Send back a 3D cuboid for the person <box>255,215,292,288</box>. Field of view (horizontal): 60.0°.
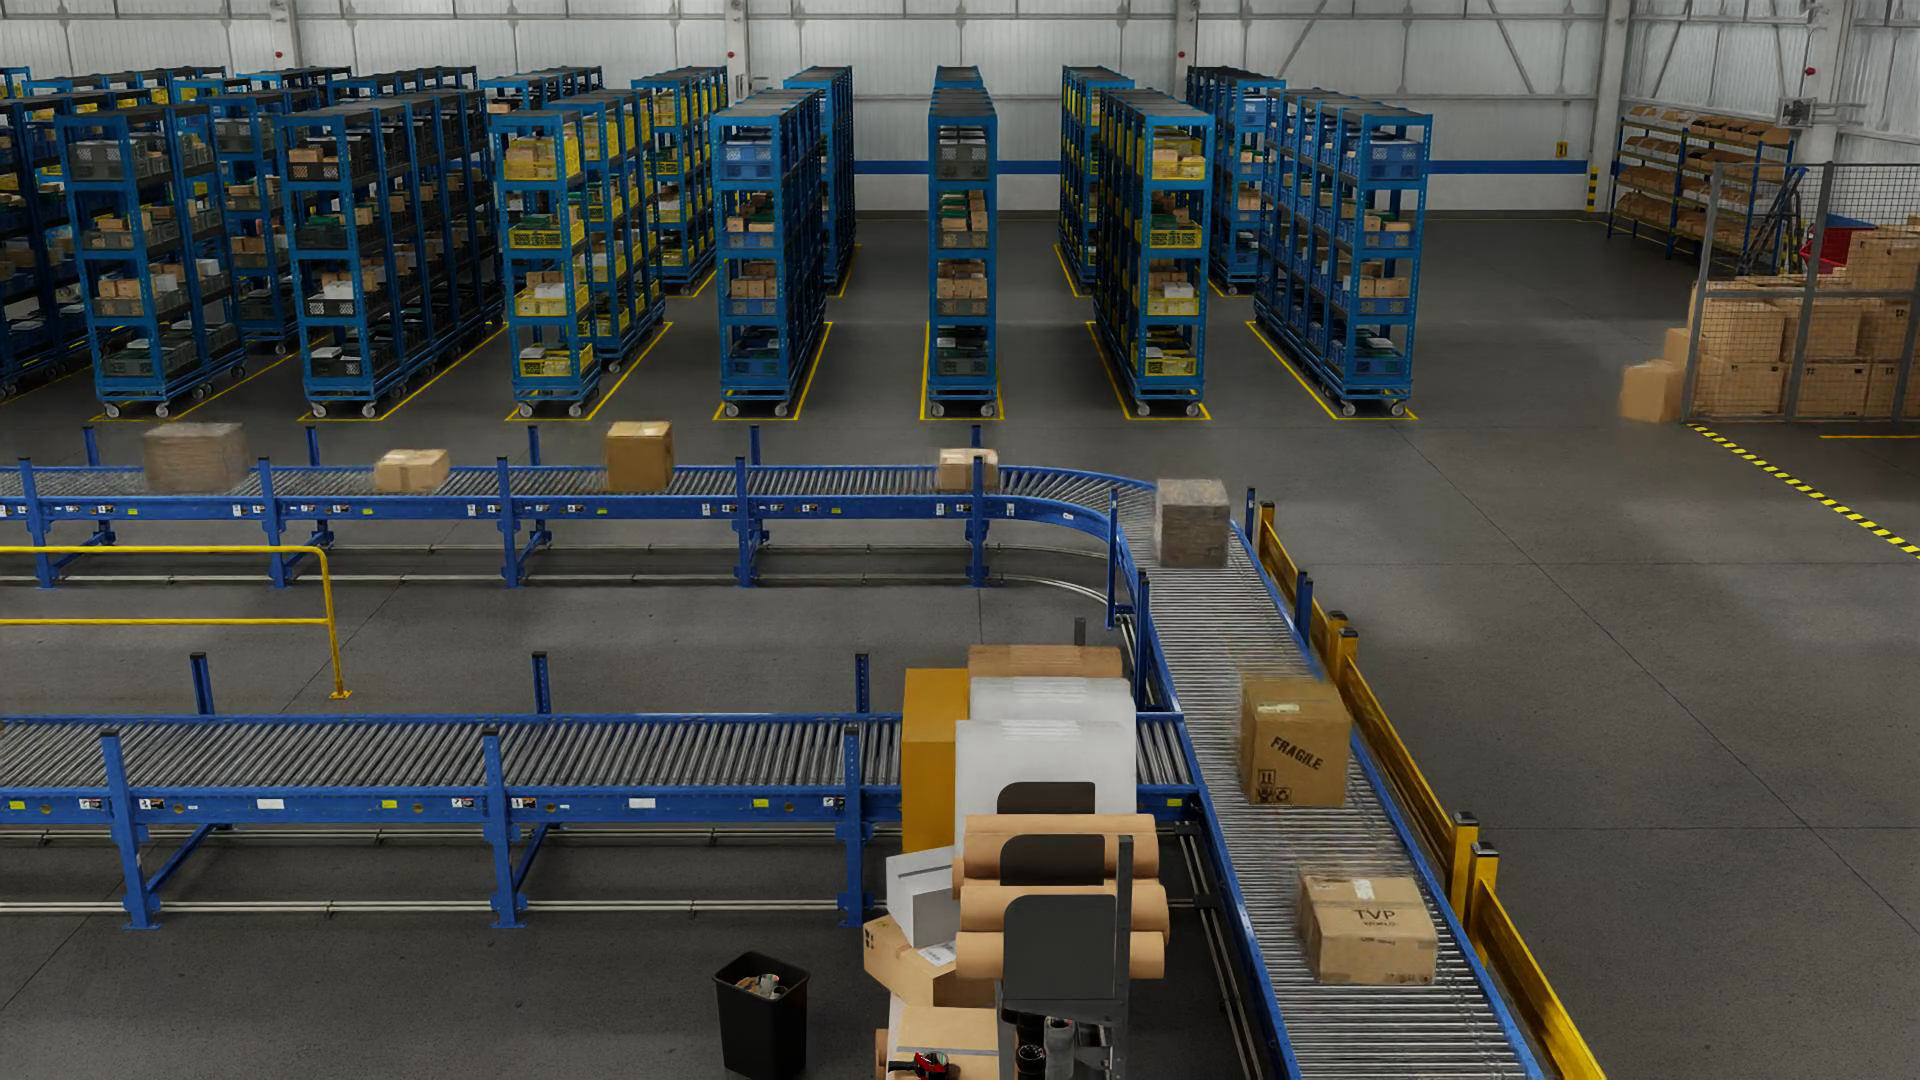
[{"bbox_3d":[-10.665,-4.421,26.032,0.387,1.992,0.626,13,22,35],"label":"person"}]

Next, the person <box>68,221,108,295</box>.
[{"bbox_3d":[-14.331,-4.780,27.447,0.769,1.803,0.602,-1,18,-3],"label":"person"}]
